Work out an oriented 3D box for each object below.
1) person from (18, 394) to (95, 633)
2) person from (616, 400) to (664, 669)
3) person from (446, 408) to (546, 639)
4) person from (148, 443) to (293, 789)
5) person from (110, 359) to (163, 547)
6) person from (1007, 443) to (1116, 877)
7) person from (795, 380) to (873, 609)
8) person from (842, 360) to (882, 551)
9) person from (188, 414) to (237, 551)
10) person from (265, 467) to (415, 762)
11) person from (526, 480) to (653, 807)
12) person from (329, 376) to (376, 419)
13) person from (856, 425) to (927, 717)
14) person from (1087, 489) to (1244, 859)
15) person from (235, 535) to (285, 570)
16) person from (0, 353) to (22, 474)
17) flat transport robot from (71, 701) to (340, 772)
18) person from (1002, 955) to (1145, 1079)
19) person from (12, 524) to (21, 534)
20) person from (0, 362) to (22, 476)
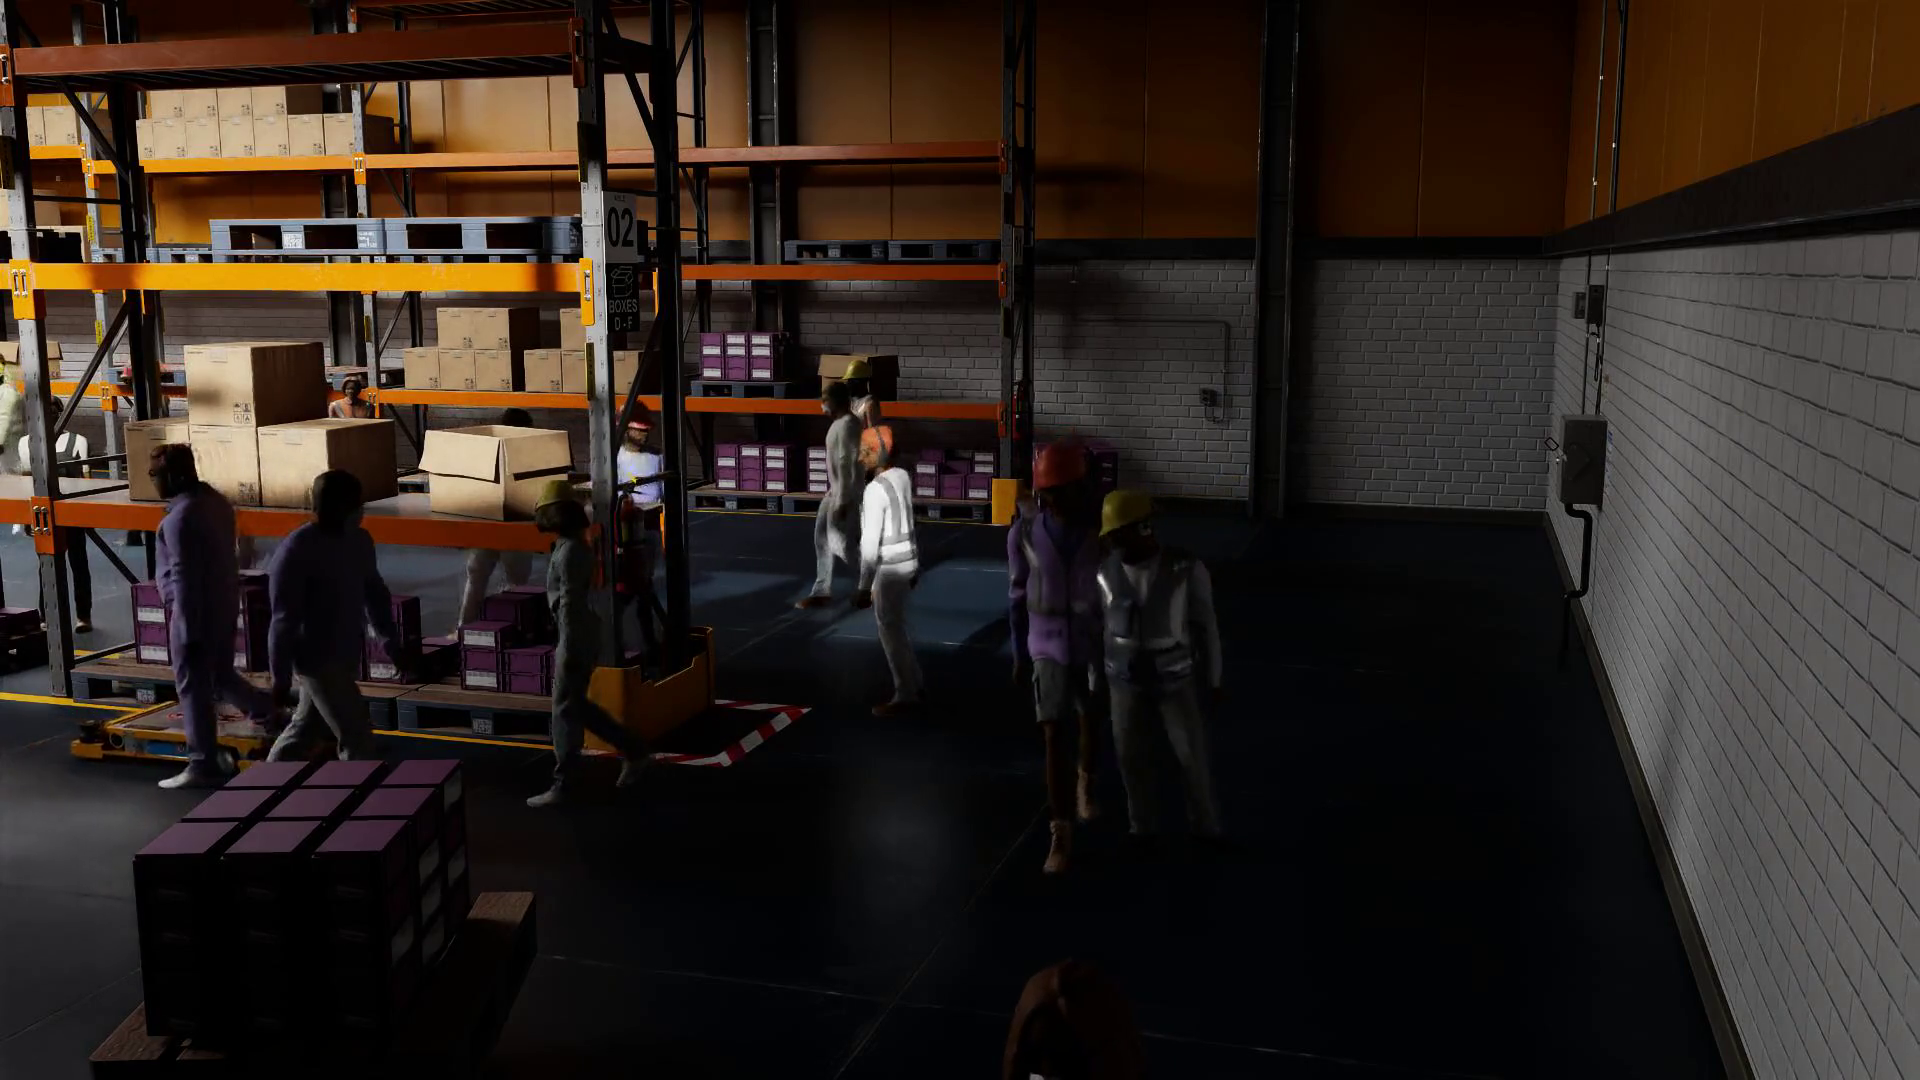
[{"bbox_3d":[-6.915,-0.196,12.768,0.506,1.846,0.351,-2,10,-13],"label":"person"},{"bbox_3d":[-2.349,-0.063,11.833,0.973,1.901,0.543,7,12,36],"label":"person"},{"bbox_3d":[-3.390,-0.067,12.156,0.797,1.797,0.432,1,9,6],"label":"person"},{"bbox_3d":[-3.991,0.413,8.943,0.633,1.885,0.660,0,9,-1],"label":"person"},{"bbox_3d":[-8.125,-0.884,16.786,0.877,1.911,0.548,-3,10,-15],"label":"person"},{"bbox_3d":[0.547,0.518,8.043,0.642,2.000,1.032,1,9,4],"label":"person"},{"bbox_3d":[-1.017,-0.375,13.714,0.709,1.891,0.677,-2,10,-11],"label":"person"},{"bbox_3d":[-0.934,-0.762,15.967,0.385,1.925,0.591,-3,10,-18],"label":"person"},{"bbox_3d":[-7.287,-0.864,16.240,0.535,2.000,0.685,-3,10,-20],"label":"person"},{"bbox_3d":[-3.074,0.579,7.978,1.051,1.885,0.642,2,9,10],"label":"person"},{"bbox_3d":[-1.968,0.533,8.740,0.601,1.703,0.531,-2,9,-11],"label":"person"},{"bbox_3d":[-6.576,-0.961,18.062,0.520,1.636,0.312,-7,12,-36],"label":"person"},{"bbox_3d":[-0.431,0.208,10.302,0.354,1.846,0.645,3,10,15],"label":"person"},{"bbox_3d":[0.965,0.647,7.847,0.753,1.788,0.469,3,10,17],"label":"person"},{"bbox_3d":[-6.175,-0.577,14.741,0.886,1.972,0.614,-4,10,-24],"label":"person"},{"bbox_3d":[-11.174,-1.280,19.391,0.429,1.840,0.627,-7,12,-37],"label":"person"},{"bbox_3d":[-4.283,1.114,9.568,1.431,0.197,0.652,3,10,16],"label":"flat transport robot"},{"bbox_3d":[0.202,1.518,2.982,0.501,1.627,0.288,5,11,28],"label":"person"},{"bbox_3d":[-9.983,-0.884,16.943,0.525,1.855,0.705,9,13,43],"label":"person"},{"bbox_3d":[-10.692,-1.124,18.540,0.597,1.804,0.782,7,12,37],"label":"person"}]
